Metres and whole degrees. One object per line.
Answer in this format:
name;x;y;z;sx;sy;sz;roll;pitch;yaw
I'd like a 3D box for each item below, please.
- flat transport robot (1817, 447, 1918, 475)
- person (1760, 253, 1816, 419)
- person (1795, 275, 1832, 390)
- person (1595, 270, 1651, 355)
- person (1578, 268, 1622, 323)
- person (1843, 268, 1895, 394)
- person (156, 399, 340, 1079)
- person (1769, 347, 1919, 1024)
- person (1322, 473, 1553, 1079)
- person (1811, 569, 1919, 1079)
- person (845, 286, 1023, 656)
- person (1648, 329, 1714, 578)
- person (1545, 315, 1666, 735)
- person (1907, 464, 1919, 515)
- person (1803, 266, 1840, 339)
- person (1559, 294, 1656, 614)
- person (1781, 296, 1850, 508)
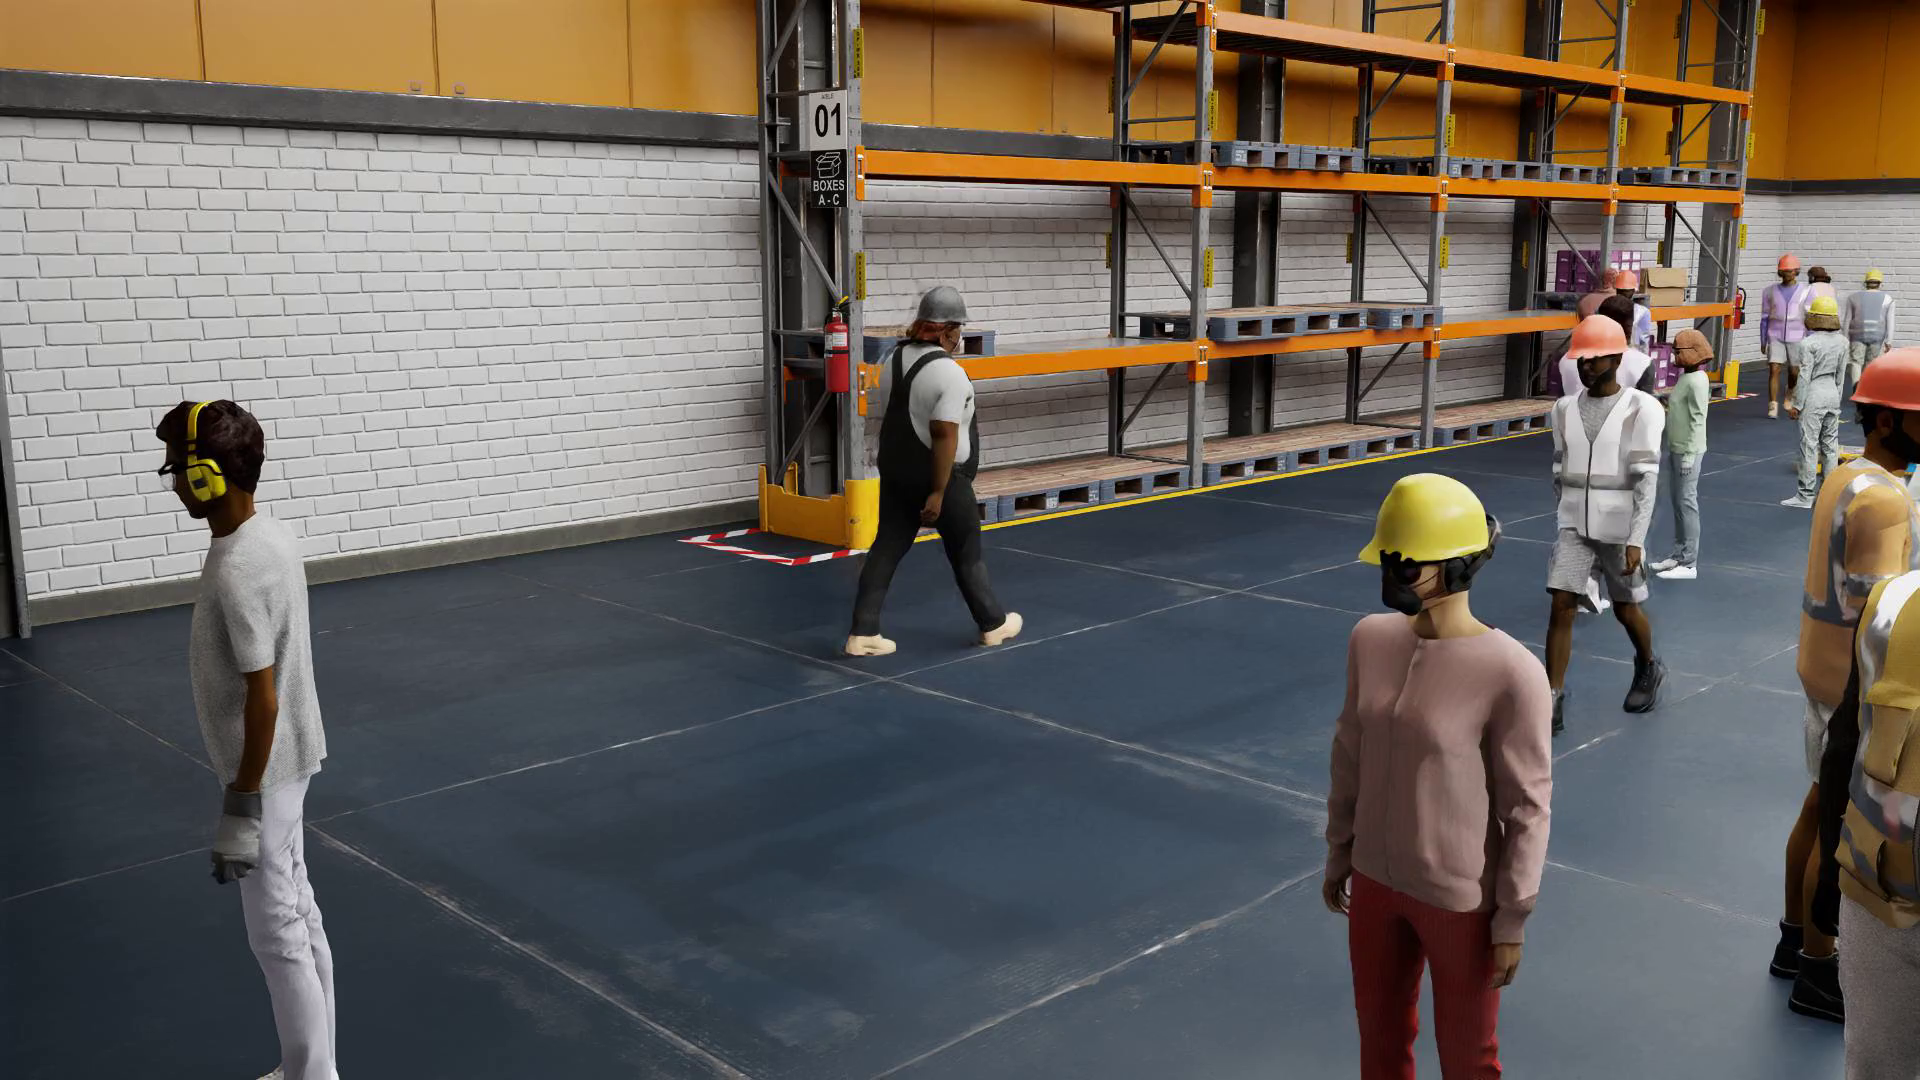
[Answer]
flat transport robot;8.705;-0.727;15.539;1.431;0.197;0.652;5;12;27
person;10.194;-2.517;20.521;0.612;2.025;0.819;6;12;28
person;12.174;-2.928;23.709;0.341;1.683;0.536;1;10;5
person;6.788;-1.823;17.112;0.549;1.898;0.971;7;13;34
person;7.056;-2.005;18.116;0.659;1.887;0.648;-9;13;-39
person;12.057;-2.697;22.085;0.601;1.811;0.736;4;11;23
person;-1.711;0.588;4.025;0.328;1.865;0.517;-3;11;-14
person;2.602;0.416;4.763;0.363;1.932;0.552;3;11;17
person;0.968;0.733;3.503;0.320;1.765;0.536;-7;13;-34
person;1.990;0.731;3.302;0.429;1.844;0.626;-7;13;-34
person;-0.164;-0.394;8.894;1.052;2.000;0.685;-9;14;-41
person;4.749;-0.562;10.921;0.275;1.632;0.507;2;11;13
person;2.942;-0.079;7.580;0.945;1.900;0.546;-10;14;-43
person;7.913;-1.081;13.136;0.934;1.879;0.581;-3;11;-15
person;11.856;-2.879;23.063;0.679;1.822;0.480;-3;11;-16
person;3.745;-0.479;9.744;0.544;1.906;0.594;-9;14;-41
person;7.066;-1.134;13.736;0.485;1.745;0.296;-4;11;-20
